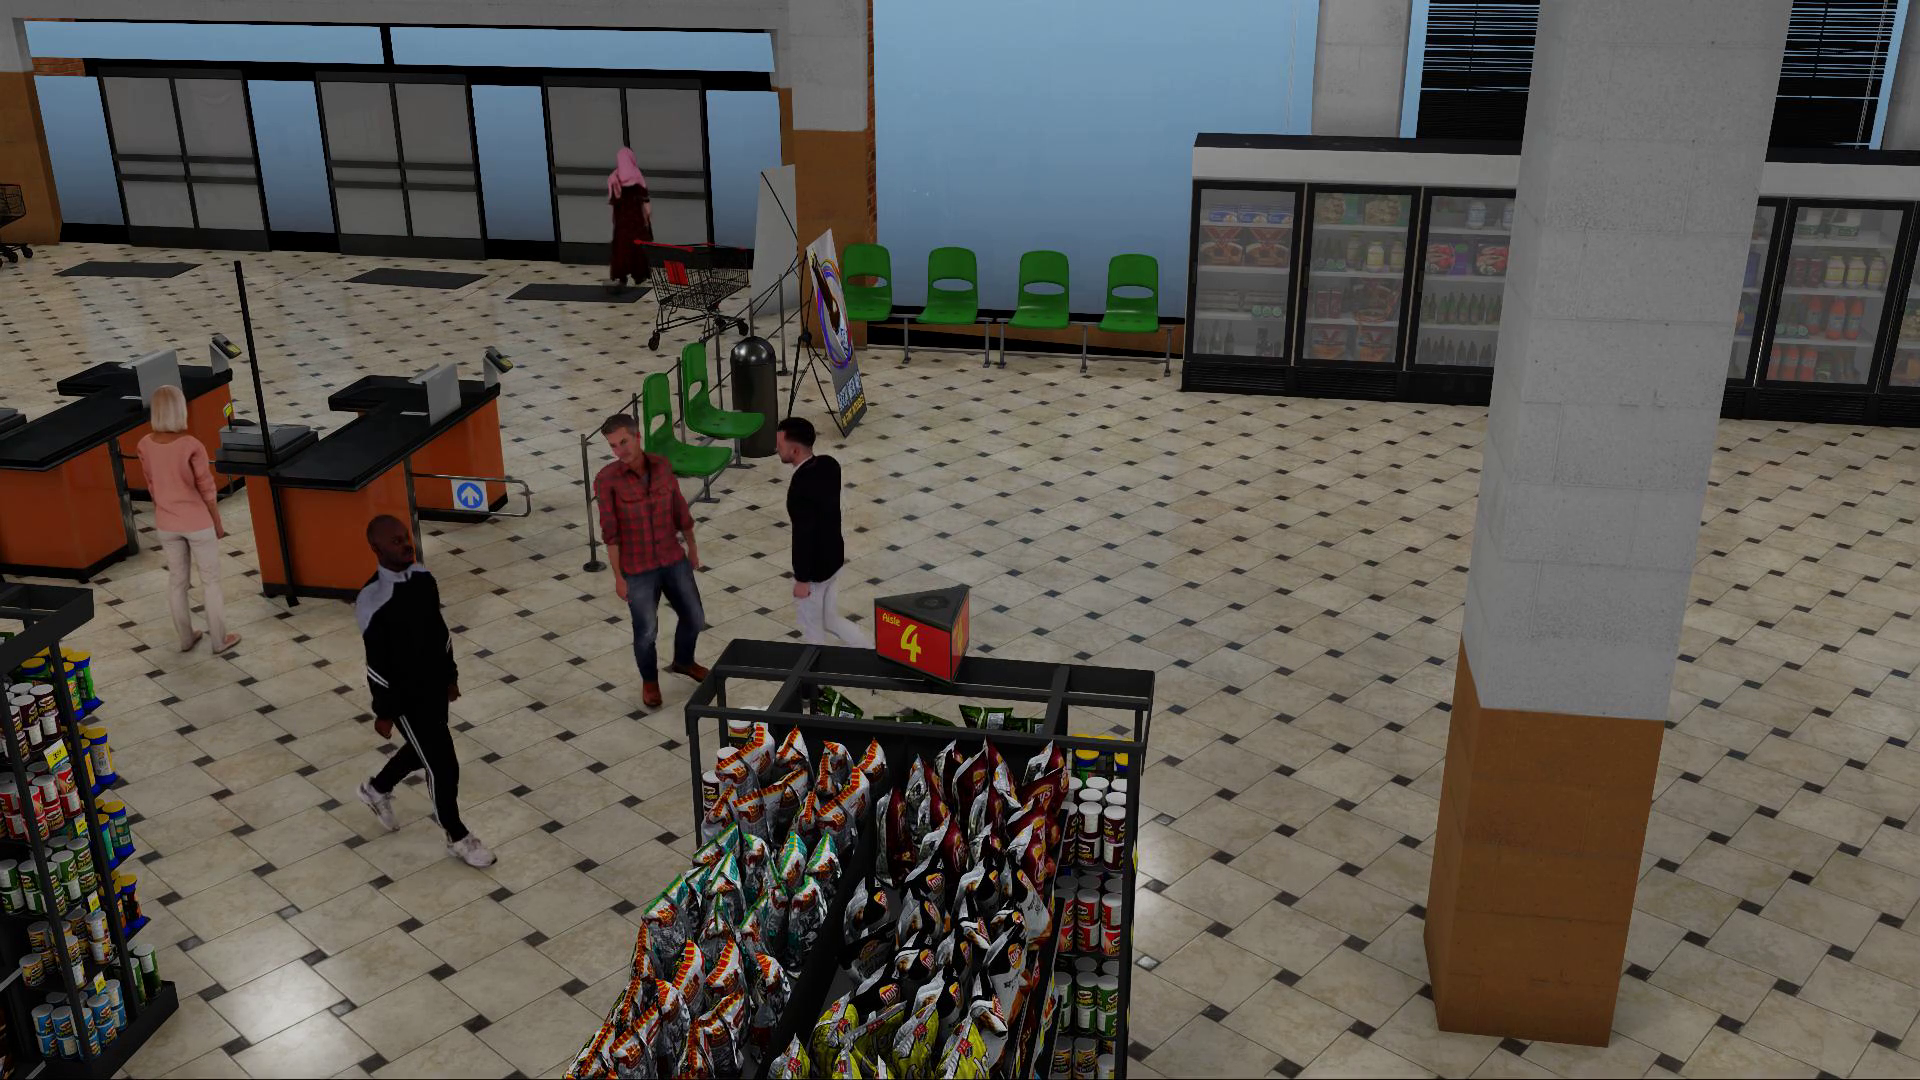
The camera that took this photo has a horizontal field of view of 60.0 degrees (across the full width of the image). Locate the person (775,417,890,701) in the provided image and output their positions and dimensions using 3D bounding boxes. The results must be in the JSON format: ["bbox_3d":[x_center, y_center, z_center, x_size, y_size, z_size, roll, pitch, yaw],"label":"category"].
[{"bbox_3d":[-0.733,0.175,9.480,0.836,1.807,0.910,8,23,20],"label":"person"}]

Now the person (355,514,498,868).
[{"bbox_3d":[-2.732,0.714,8.144,0.873,1.804,1.110,8,23,19],"label":"person"}]

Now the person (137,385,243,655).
[{"bbox_3d":[-4.818,-0.125,10.339,0.608,1.724,0.533,2,22,5],"label":"person"}]

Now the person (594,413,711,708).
[{"bbox_3d":[-1.777,0.132,9.608,0.955,1.793,0.873,17,28,37],"label":"person"}]

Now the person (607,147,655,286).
[{"bbox_3d":[-3.893,-3.780,19.567,0.653,1.627,0.761,3,22,8],"label":"person"}]
